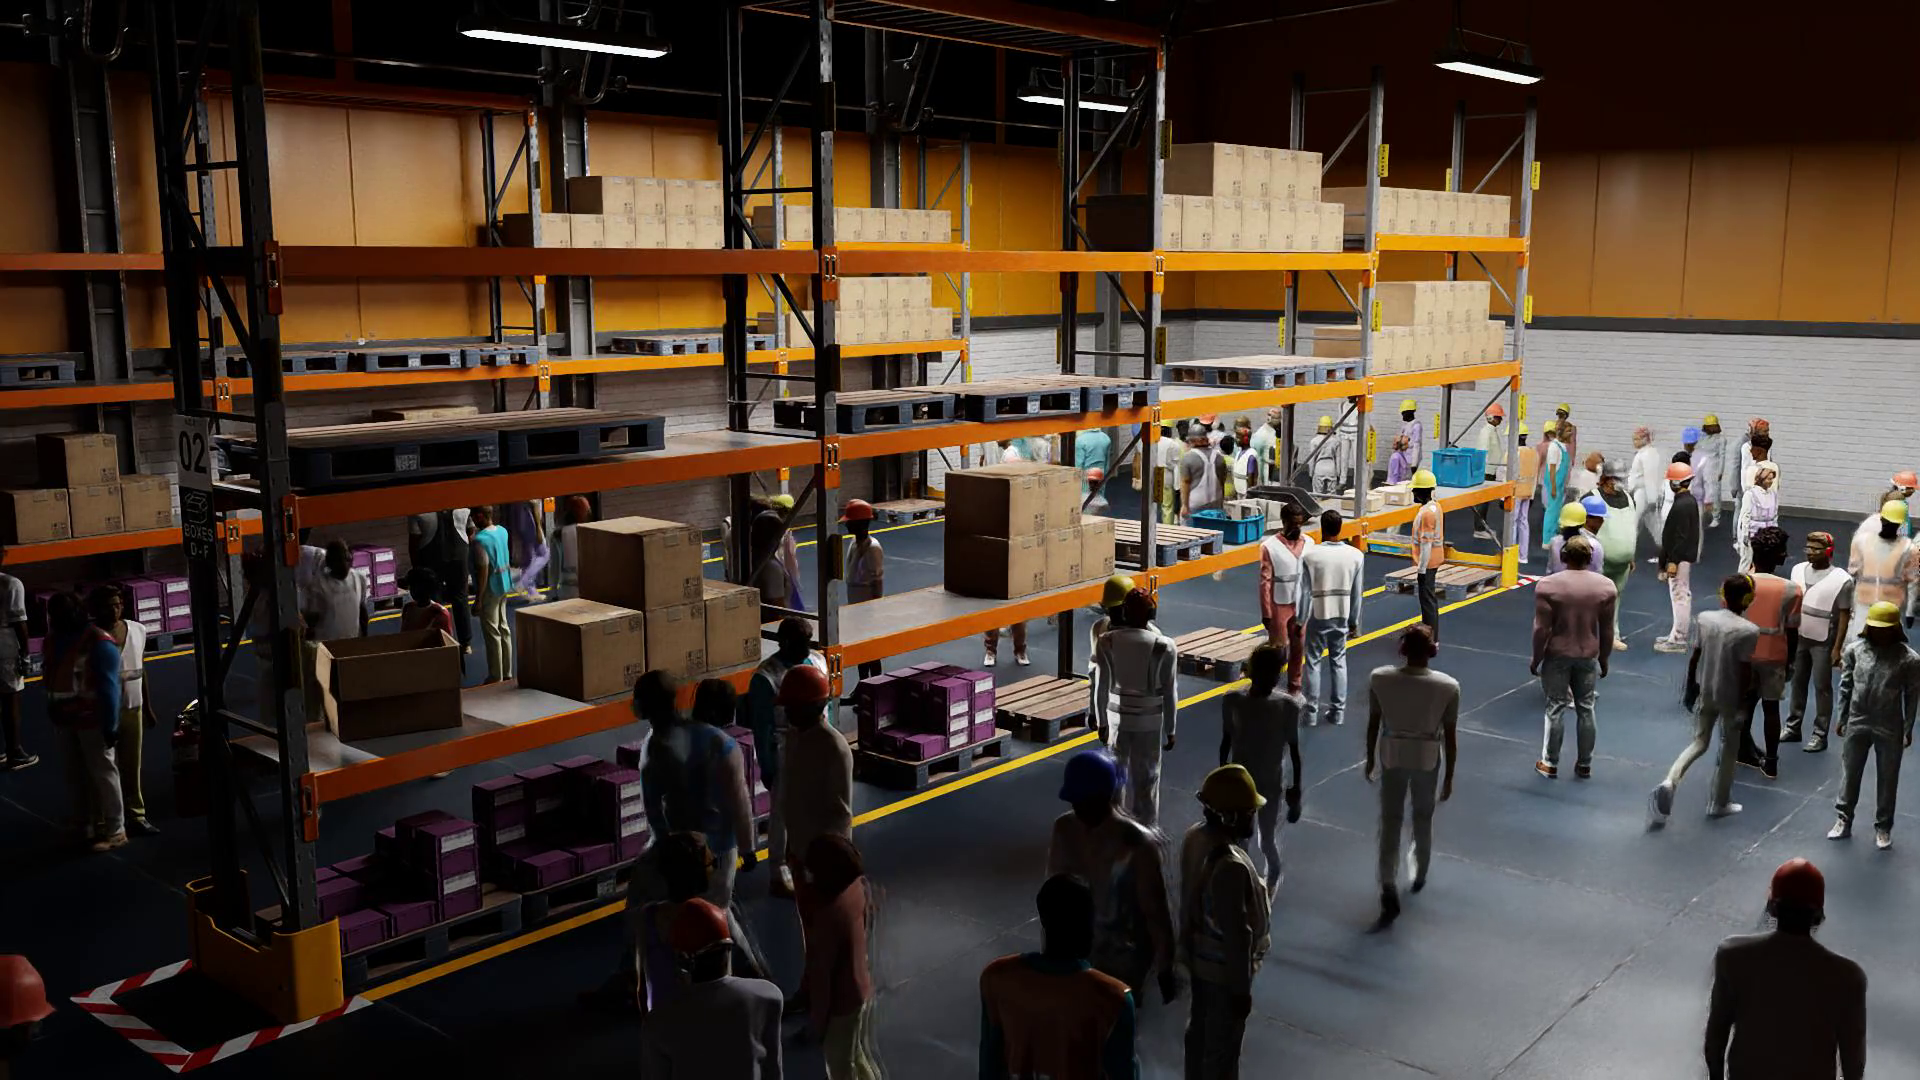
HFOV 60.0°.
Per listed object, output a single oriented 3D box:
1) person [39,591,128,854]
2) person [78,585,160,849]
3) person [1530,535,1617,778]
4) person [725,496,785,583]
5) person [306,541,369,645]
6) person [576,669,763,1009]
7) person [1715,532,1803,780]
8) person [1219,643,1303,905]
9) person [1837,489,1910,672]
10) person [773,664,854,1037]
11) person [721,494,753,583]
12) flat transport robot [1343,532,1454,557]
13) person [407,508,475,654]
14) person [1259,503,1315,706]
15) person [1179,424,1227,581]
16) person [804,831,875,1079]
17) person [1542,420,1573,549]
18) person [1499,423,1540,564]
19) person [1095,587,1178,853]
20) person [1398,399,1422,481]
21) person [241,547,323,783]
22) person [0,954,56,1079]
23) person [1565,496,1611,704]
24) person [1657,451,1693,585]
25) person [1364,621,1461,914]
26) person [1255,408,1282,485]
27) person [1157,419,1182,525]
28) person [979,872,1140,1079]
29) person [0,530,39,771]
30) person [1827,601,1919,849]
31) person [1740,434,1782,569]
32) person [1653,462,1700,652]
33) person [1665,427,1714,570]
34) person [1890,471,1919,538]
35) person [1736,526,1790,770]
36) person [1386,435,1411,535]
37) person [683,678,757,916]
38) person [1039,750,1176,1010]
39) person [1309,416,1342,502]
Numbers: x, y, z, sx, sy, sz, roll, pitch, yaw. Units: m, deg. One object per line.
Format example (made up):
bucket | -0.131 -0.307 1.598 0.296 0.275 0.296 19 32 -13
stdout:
person | -6.052 1.249 11.462 0.640 1.837 0.432 4 10 23
person | -5.924 1.211 11.632 0.375 1.843 0.574 5 11 29
person | 4.807 0.921 13.090 0.635 1.938 0.359 0 10 2
person | -1.934 0.490 16.009 0.631 1.842 0.459 -7 12 -37
person | -5.177 0.876 13.835 0.690 1.799 0.513 8 12 38
person | -1.568 1.618 9.096 1.013 1.892 0.655 -1 10 -7
person | 6.281 0.910 13.119 0.603 1.957 0.385 3 10 19
person | 1.830 1.483 10.132 0.545 1.821 0.934 3 10 20
person | 8.967 0.449 16.044 0.643 1.891 0.948 -4 10 -22
person | -0.777 1.620 8.787 0.408 1.985 0.621 -6 11 -32
person | -2.339 0.293 17.773 0.314 1.632 0.523 9 13 42
flat transport robot | 6.075 0.075 23.113 1.431 0.197 0.652 9 13 43
person | -5.358 0.190 17.152 0.679 2.000 0.535 -6 11 -33
person | 2.961 0.599 15.124 0.599 1.905 0.391 -5 11 -29
person | 3.093 -0.525 21.420 0.705 2.000 0.854 -4 10 -25
person | -0.525 2.043 7.375 0.310 1.610 0.562 2 10 13
person | 8.444 -0.774 23.514 0.342 1.839 0.502 6 11 34
person | 7.486 -0.613 22.337 0.596 1.911 0.399 -5 11 -28
person | 1.194 1.247 11.325 0.577 1.880 0.352 4 10 21
person | 7.080 -1.270 26.243 0.399 1.917 0.595 0 10 -3
person | -5.301 0.955 13.145 0.755 1.862 0.607 -9 13 -44
person | -2.934 2.255 4.925 0.631 2.011 0.819 2 10 13
person | 5.725 0.551 15.310 0.415 1.940 0.605 7 12 35
person | 9.031 -0.277 20.962 0.317 1.695 0.540 -1 10 -6
person | 2.837 1.418 10.488 0.570 1.820 0.864 3 10 17
person | 4.688 -1.038 24.933 0.652 1.894 0.400 -8 12 -40
person | 2.880 -0.807 23.528 0.583 1.907 0.510 6 11 32
person | 0.347 2.129 5.944 0.592 1.916 0.375 5 11 26
person | -7.720 0.877 13.316 0.599 1.958 0.378 1 10 6
person | 6.360 1.276 11.561 0.493 1.740 0.325 7 12 37
person | 9.843 -0.324 20.485 0.606 1.958 0.379 -6 11 -34
person | 7.493 0.178 17.368 0.391 1.991 0.612 6 11 30
person | 9.702 -0.561 22.067 0.636 1.901 0.989 9 13 42
person | 10.512 0.088 18.666 0.355 1.739 0.573 4 10 23
person | 6.459 0.852 13.421 0.368 1.966 0.603 5 11 27
person | 6.212 -0.687 23.604 0.323 1.630 0.525 4 10 21
person | -1.402 1.642 9.185 0.672 1.812 0.450 7 12 38
person | 0.643 1.862 7.507 0.657 1.922 0.478 9 13 44
person | 5.536 -1.016 25.260 0.485 1.737 0.321 0 10 0
